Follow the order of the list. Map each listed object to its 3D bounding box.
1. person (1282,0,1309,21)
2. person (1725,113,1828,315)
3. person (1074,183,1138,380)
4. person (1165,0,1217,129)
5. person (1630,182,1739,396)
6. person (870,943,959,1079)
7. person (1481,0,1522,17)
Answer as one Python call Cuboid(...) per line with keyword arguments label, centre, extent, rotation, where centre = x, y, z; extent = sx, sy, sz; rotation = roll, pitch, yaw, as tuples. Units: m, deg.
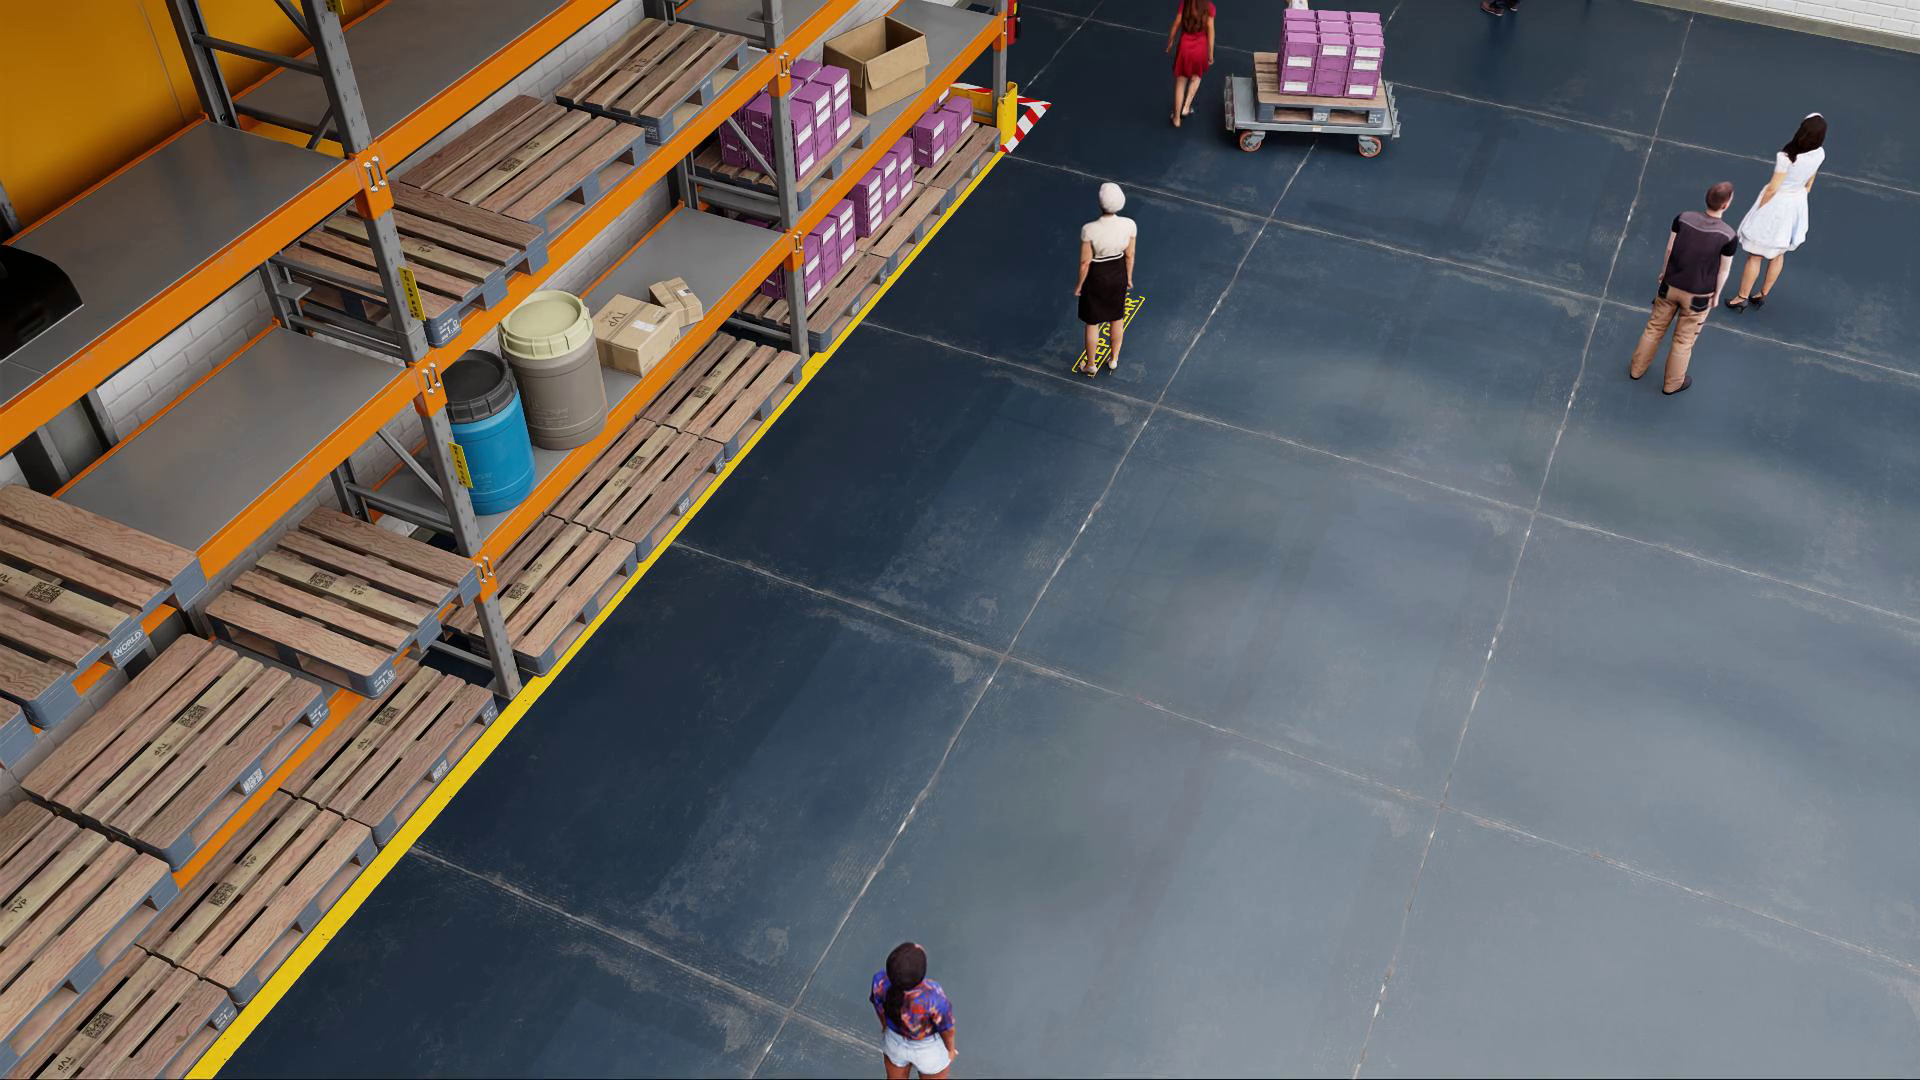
Cuboid(label="person", centre=(3.331, -5.193, 16.730), extent=(0.602, 1.279, 0.503), rotation=(7, 44, 7))
Cuboid(label="person", centre=(6.740, -2.674, 13.697), extent=(0.856, 1.816, 0.907), rotation=(-8, 44, -8))
Cuboid(label="person", centre=(1.137, -2.016, 13.050), extent=(0.710, 1.756, 0.740), rotation=(-9, 44, -9))
Cuboid(label="person", centre=(2.239, -4.697, 16.022), extent=(0.704, 1.538, 0.711), rotation=(7, 44, 7))
Cuboid(label="person", centre=(5.660, -1.975, 12.944), extent=(0.726, 1.842, 0.758), rotation=(-33, 53, -30))
Cuboid(label="person", centre=(-0.226, 2.521, 8.297), extent=(0.592, 1.742, 0.521), rotation=(16, 46, 16))
Cuboid(label="person", centre=(5.974, -6.521, 17.712), extent=(0.845, 1.848, 0.934), rotation=(-20, 47, -20))
